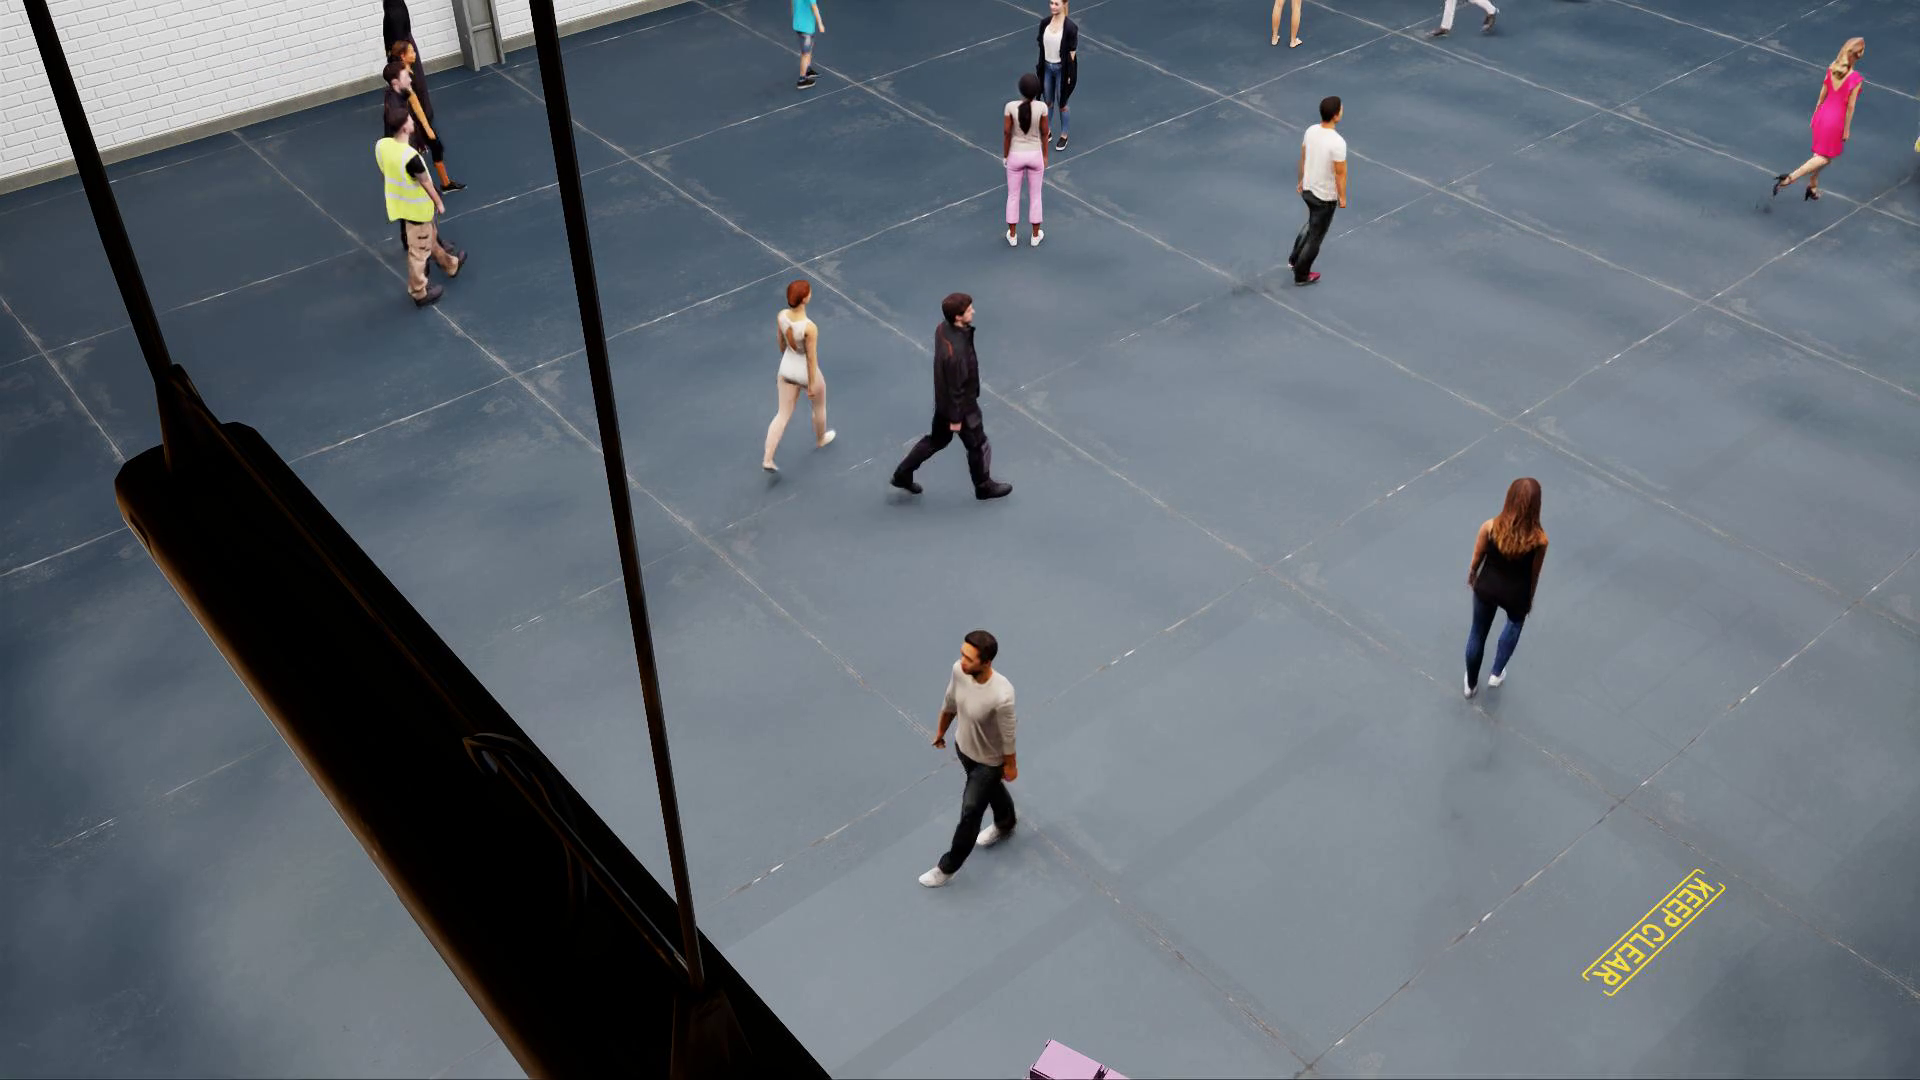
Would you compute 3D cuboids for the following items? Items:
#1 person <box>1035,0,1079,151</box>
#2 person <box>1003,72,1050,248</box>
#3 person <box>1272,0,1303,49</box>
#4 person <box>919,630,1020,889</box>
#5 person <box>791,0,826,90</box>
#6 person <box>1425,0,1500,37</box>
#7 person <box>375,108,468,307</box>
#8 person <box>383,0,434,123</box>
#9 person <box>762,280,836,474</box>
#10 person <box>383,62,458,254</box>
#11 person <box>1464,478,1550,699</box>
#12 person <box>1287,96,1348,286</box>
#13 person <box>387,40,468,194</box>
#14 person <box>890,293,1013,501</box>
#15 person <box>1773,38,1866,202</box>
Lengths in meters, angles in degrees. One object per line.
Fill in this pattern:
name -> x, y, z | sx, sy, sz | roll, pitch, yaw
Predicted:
person -> 1.018, -4.934, 17.426 | 0.698, 1.684, 0.666 | 21, 43, 24
person -> 0.617, -3.597, 15.710 | 0.648, 1.736, 0.719 | 1, 39, 2
person -> 3.910, -6.693, 19.591 | 0.653, 1.731, 0.635 | 16, 41, 19
person -> 0.201, 1.181, 9.693 | 1.040, 1.780, 0.719 | -25, 45, -28
person -> -1.809, -5.789, 18.698 | 0.632, 1.433, 0.549 | -23, 44, -26
person -> 6.129, -6.846, 19.742 | 1.223, 1.782, 0.970 | -9, 40, -12
person -> -4.906, -2.933, 14.823 | 0.843, 1.805, 1.113 | 25, 45, 28
person -> -5.989, -5.250, 17.878 | 0.739, 1.614, 0.706 | -6, 39, -7
person -> -1.291, -1.236, 12.855 | 0.795, 1.610, 1.118 | 20, 43, 23
person -> -5.242, -3.523, 15.493 | 0.854, 1.891, 0.826 | -14, 41, -17
person -> 3.493, 0.383, 10.749 | 0.706, 1.708, 0.741 | 15, 41, 18
person -> 3.186, -3.134, 15.087 | 0.667, 1.790, 0.708 | -17, 42, -20
person -> -5.469, -4.093, 16.403 | 0.943, 1.646, 0.827 | -5, 39, -6
person -> -0.128, -1.016, 12.424 | 1.296, 1.804, 1.076 | -8, 39, -10
person -> 8.475, -4.068, 16.326 | 0.998, 1.703, 0.818 | -10, 40, -12
